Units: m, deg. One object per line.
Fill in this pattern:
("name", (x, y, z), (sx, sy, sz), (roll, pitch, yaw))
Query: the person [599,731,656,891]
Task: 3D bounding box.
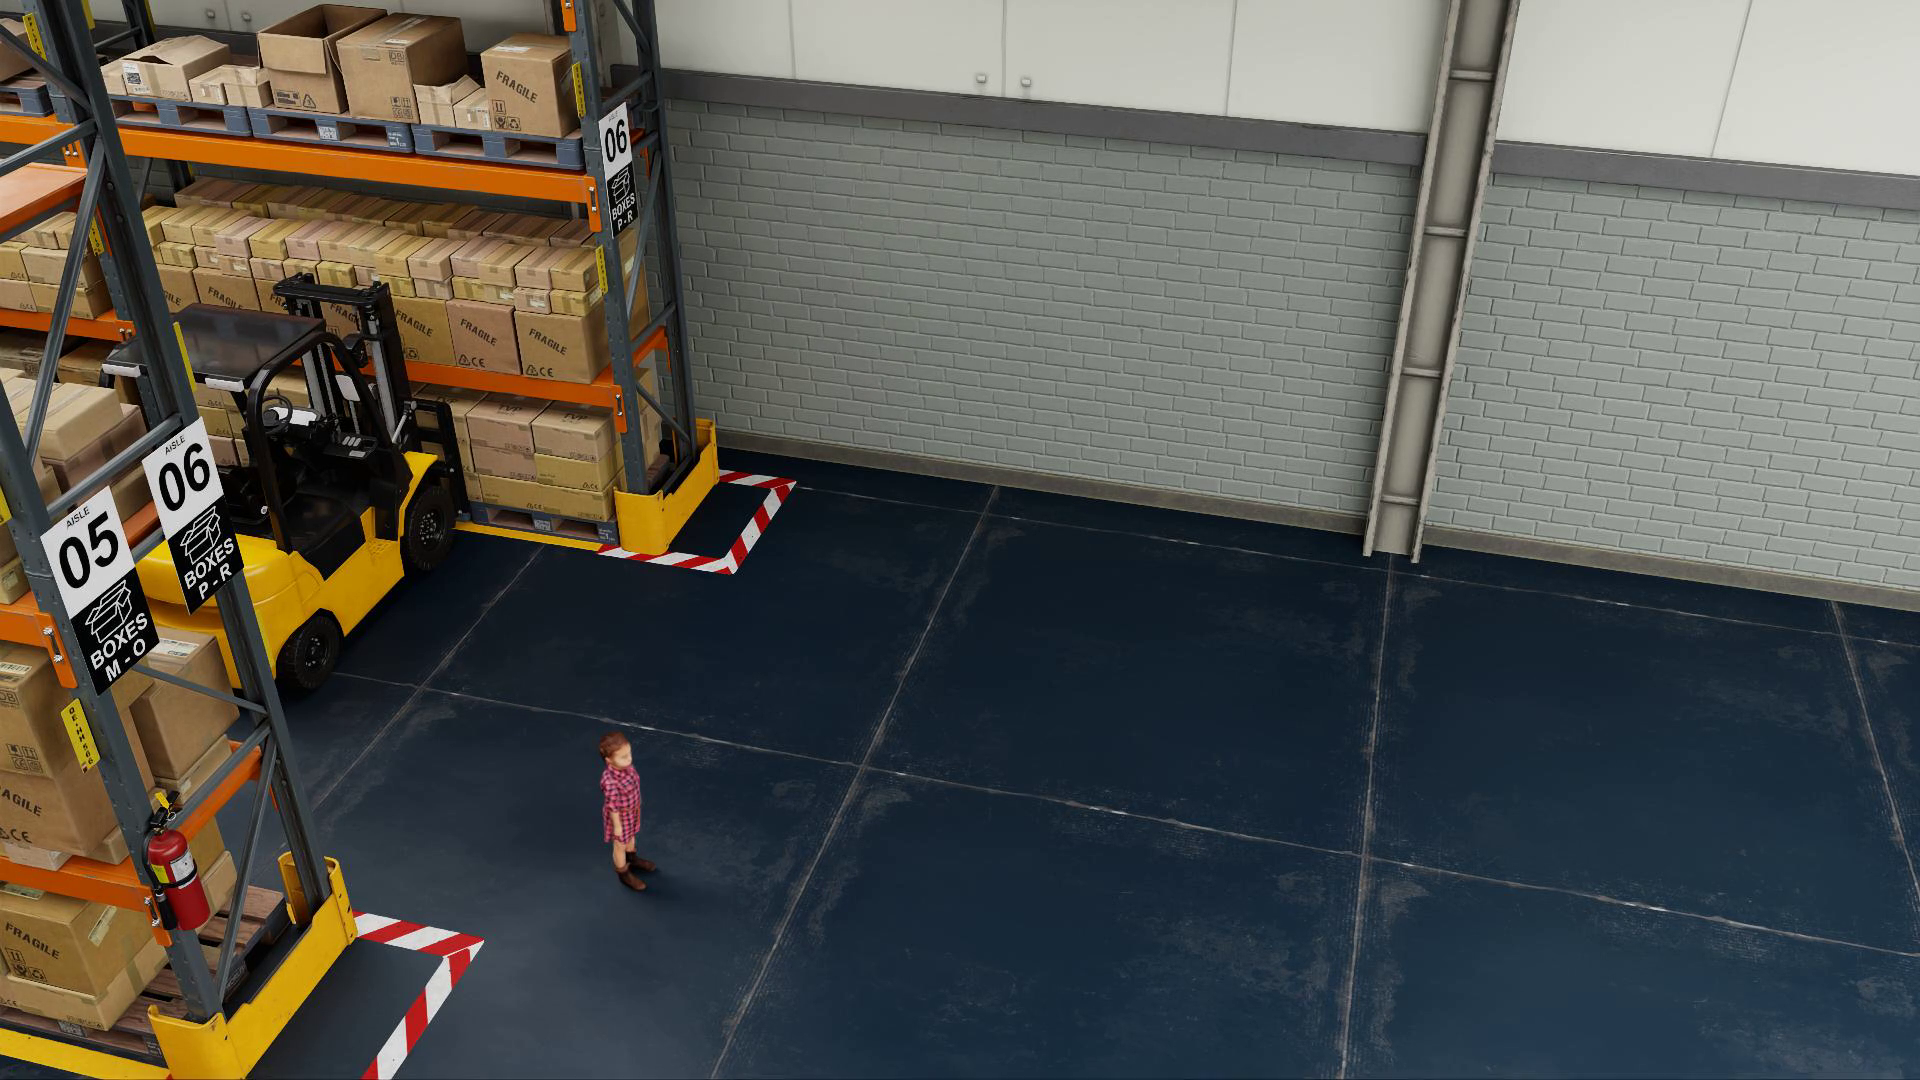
("person", (-1.839, 1.452, 9.069), (0.430, 1.022, 0.429), (8, 34, 11))
